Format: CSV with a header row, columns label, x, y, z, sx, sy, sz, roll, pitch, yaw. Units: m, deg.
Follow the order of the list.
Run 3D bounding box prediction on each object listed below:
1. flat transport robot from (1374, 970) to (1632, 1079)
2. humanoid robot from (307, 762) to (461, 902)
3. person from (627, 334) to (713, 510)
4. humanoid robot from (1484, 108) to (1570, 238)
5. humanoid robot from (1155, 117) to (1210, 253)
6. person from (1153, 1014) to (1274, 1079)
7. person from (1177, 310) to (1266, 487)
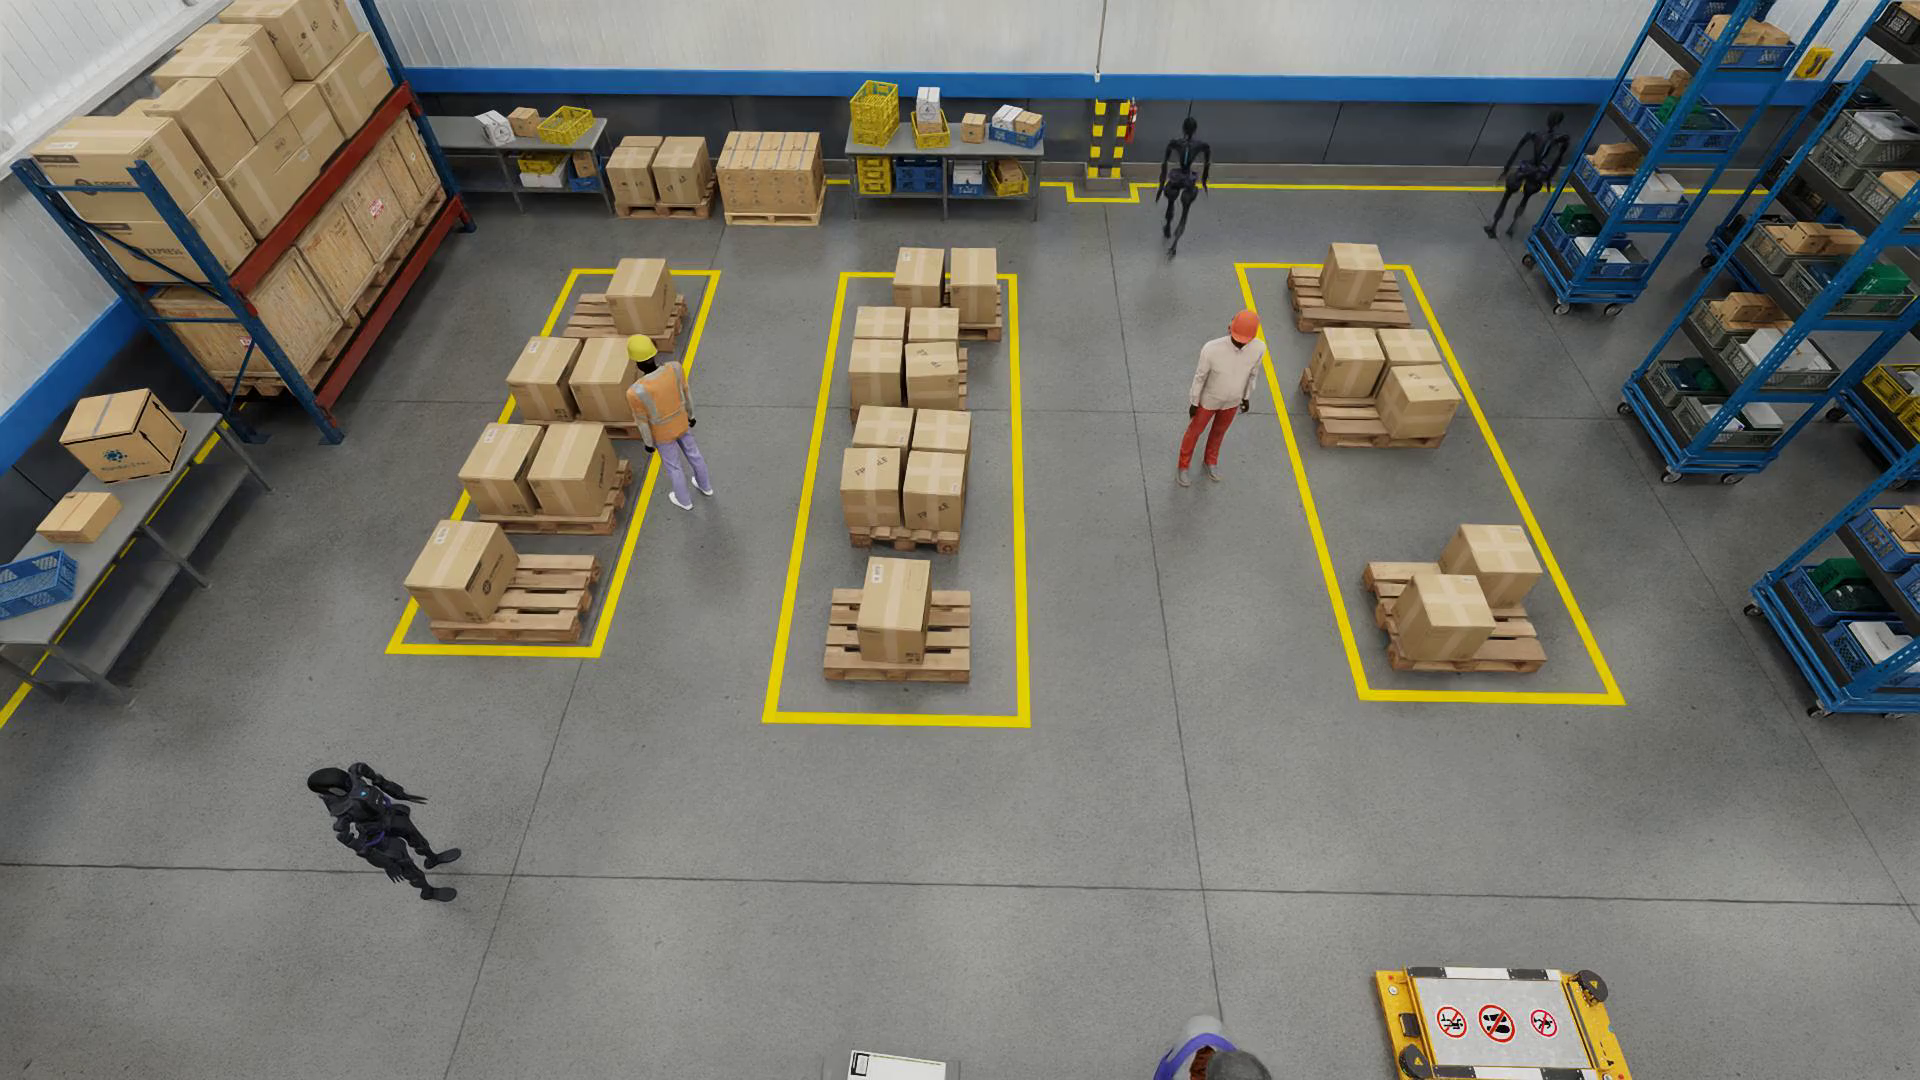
label,x,y,z,sx,sy,sz,roll,pitch,yaw
flat transport robot,3.501,3.133,5.914,1.431,0.197,0.652,1,51,1
humanoid robot,-3.737,1.904,6.016,0.330,1.657,0.586,-9,51,-8
person,-2.639,-1.043,8.276,0.397,1.919,0.579,30,57,22
humanoid robot,6.947,-4.452,11.206,0.639,1.651,0.357,13,52,10
humanoid robot,2.707,-4.308,11.111,0.580,1.626,0.695,17,53,13
person,1.277,3.025,4.878,0.535,2.000,0.678,13,52,10
person,2.401,-1.293,8.431,0.610,1.989,0.388,-7,51,-5
